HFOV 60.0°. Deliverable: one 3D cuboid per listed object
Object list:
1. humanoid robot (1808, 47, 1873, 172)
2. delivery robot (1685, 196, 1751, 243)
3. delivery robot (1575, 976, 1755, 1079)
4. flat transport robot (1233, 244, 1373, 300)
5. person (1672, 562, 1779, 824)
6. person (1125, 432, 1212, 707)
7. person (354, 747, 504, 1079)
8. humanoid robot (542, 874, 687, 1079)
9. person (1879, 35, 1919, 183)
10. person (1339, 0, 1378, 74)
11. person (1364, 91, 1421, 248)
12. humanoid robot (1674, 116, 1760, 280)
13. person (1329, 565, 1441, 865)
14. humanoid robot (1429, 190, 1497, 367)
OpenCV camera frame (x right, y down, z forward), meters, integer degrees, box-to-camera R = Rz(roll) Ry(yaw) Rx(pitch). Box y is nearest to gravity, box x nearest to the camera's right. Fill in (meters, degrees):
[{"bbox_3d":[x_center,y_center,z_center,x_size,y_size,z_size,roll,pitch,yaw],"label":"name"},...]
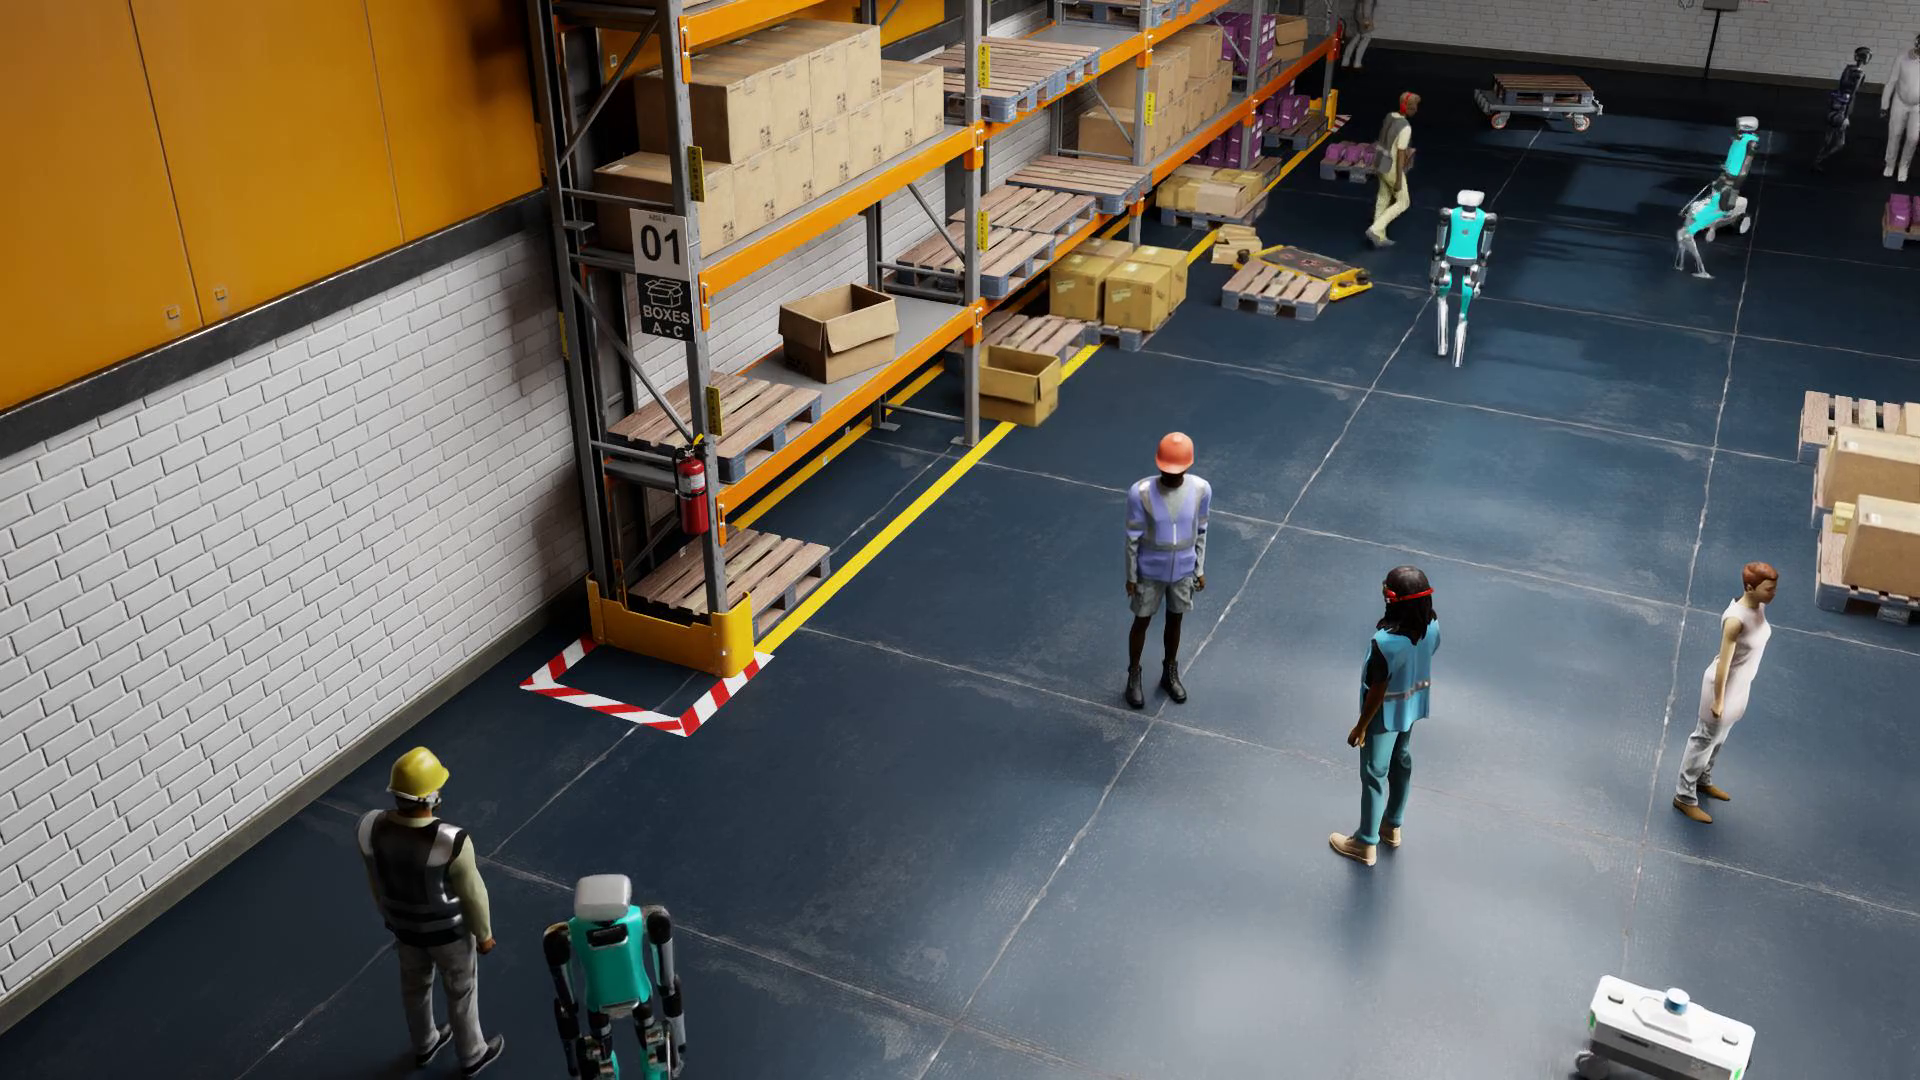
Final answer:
[{"bbox_3d":[11.415,-5.590,21.625,0.461,1.634,0.605,5,29,9],"label":"humanoid robot"},{"bbox_3d":[8.913,-3.835,19.544,0.796,0.601,0.499,-19,34,-31],"label":"delivery robot"},{"bbox_3d":[3.382,2.402,7.960,0.774,0.583,0.499,16,32,27],"label":"delivery robot"},{"bbox_3d":[3.740,-2.947,18.193,0.659,0.231,1.431,-21,35,-34],"label":"flat transport robot"},{"bbox_3d":[4.474,0.862,9.661,0.273,1.659,0.463,24,36,37],"label":"person"},{"bbox_3d":[1.322,0.187,10.629,0.545,1.934,0.373,-5,29,-9],"label":"person"},{"bbox_3d":[-2.467,1.770,7.819,0.597,1.819,0.404,7,29,13],"label":"person"},{"bbox_3d":[-1.398,2.250,7.007,0.545,1.730,0.998,-8,29,-14],"label":"humanoid robot"},{"bbox_3d":[12.157,-5.548,21.309,0.675,1.882,0.703,16,32,26],"label":"person"},{"bbox_3d":[6.466,-8.461,26.808,0.513,1.800,0.541,5,29,9],"label":"person"},{"bbox_3d":[4.889,-4.173,18.827,0.450,1.821,0.596,-7,29,-13],"label":"person"},{"bbox_3d":[8.095,-3.690,18.029,0.792,1.786,0.537,1,28,3],"label":"humanoid robot"},{"bbox_3d":[2.390,0.973,9.242,0.518,1.866,0.391,-22,35,-35],"label":"person"},{"bbox_3d":[4.757,-2.516,15.878,0.542,1.794,0.803,8,29,15],"label":"humanoid robot"}]
